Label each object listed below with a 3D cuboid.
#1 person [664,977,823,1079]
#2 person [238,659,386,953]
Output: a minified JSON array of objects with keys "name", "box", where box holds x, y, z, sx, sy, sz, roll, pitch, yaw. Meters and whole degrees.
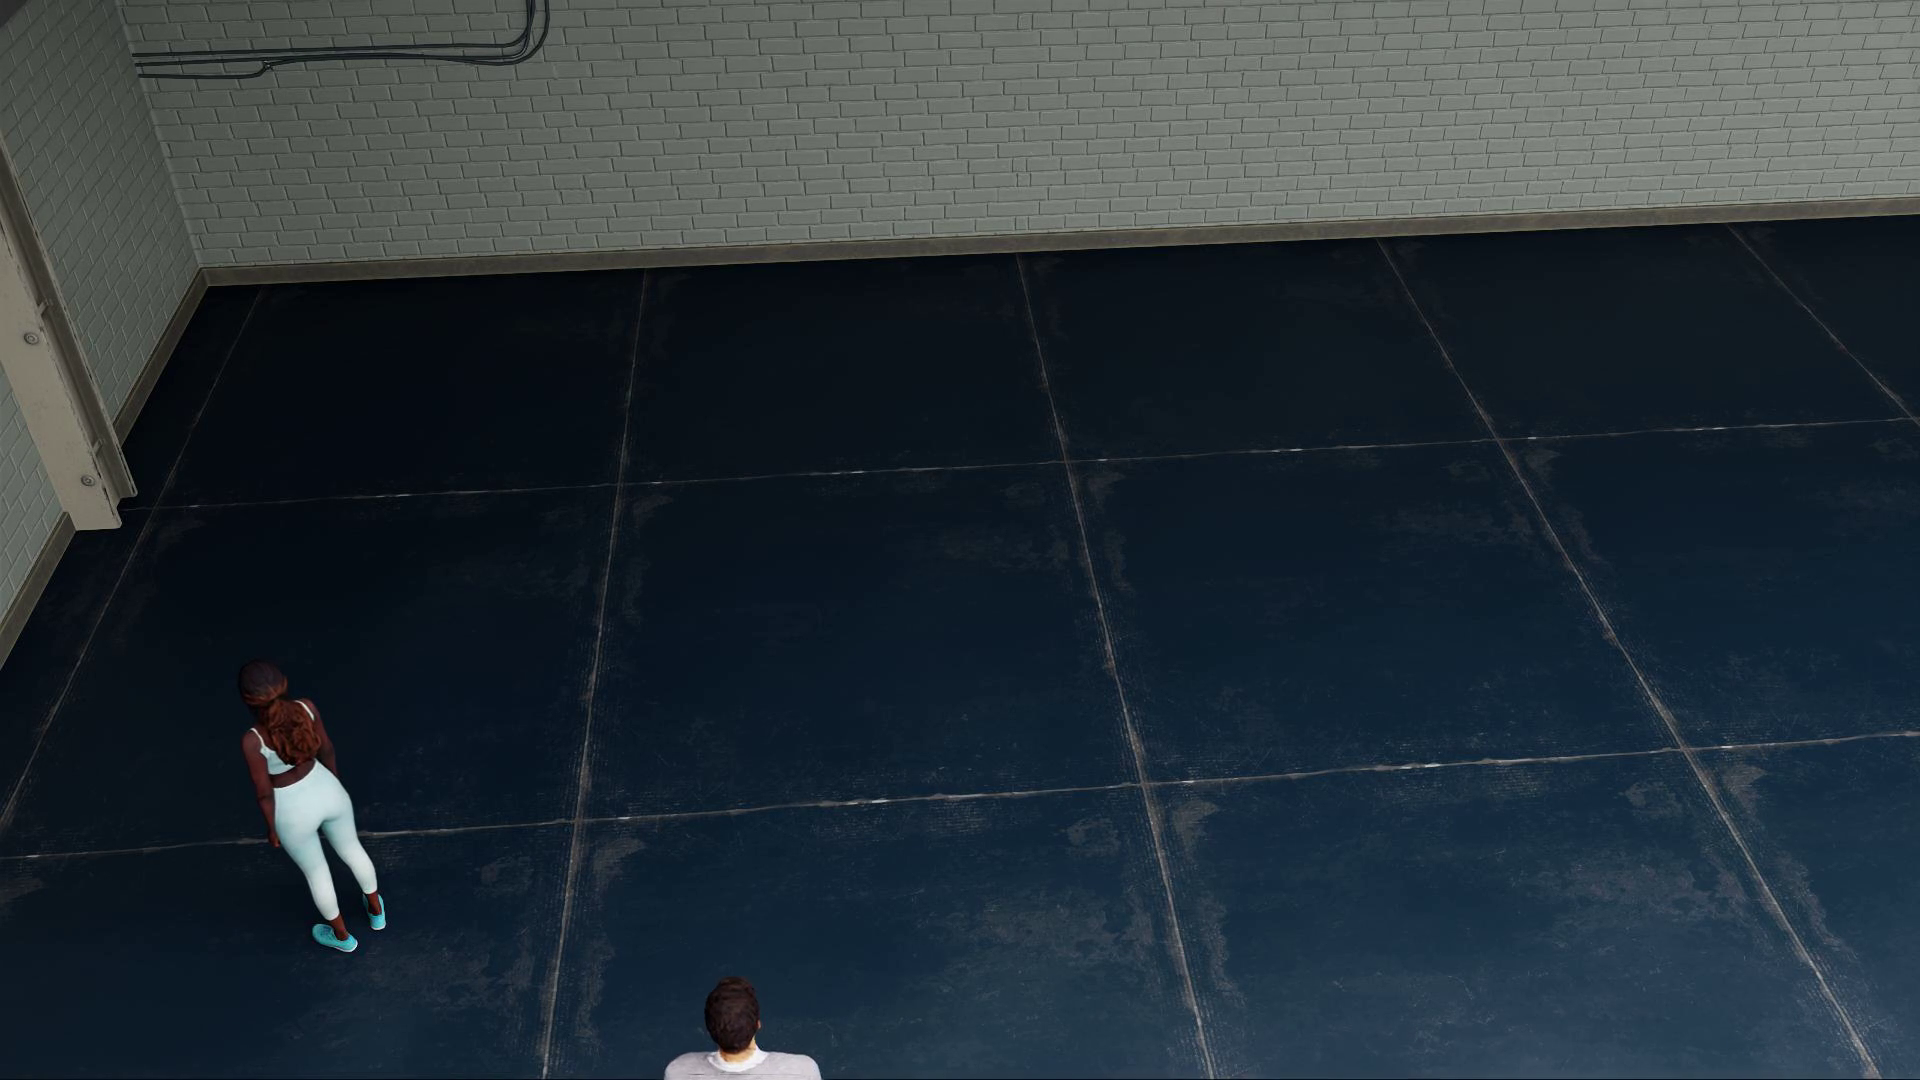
[{"name":"person","box":[-0.751,2.294,6.090,0.776,1.921,0.699,0,38,1]},{"name":"person","box":[-2.988,1.225,7.617,0.708,1.724,0.644,26,45,29]}]
